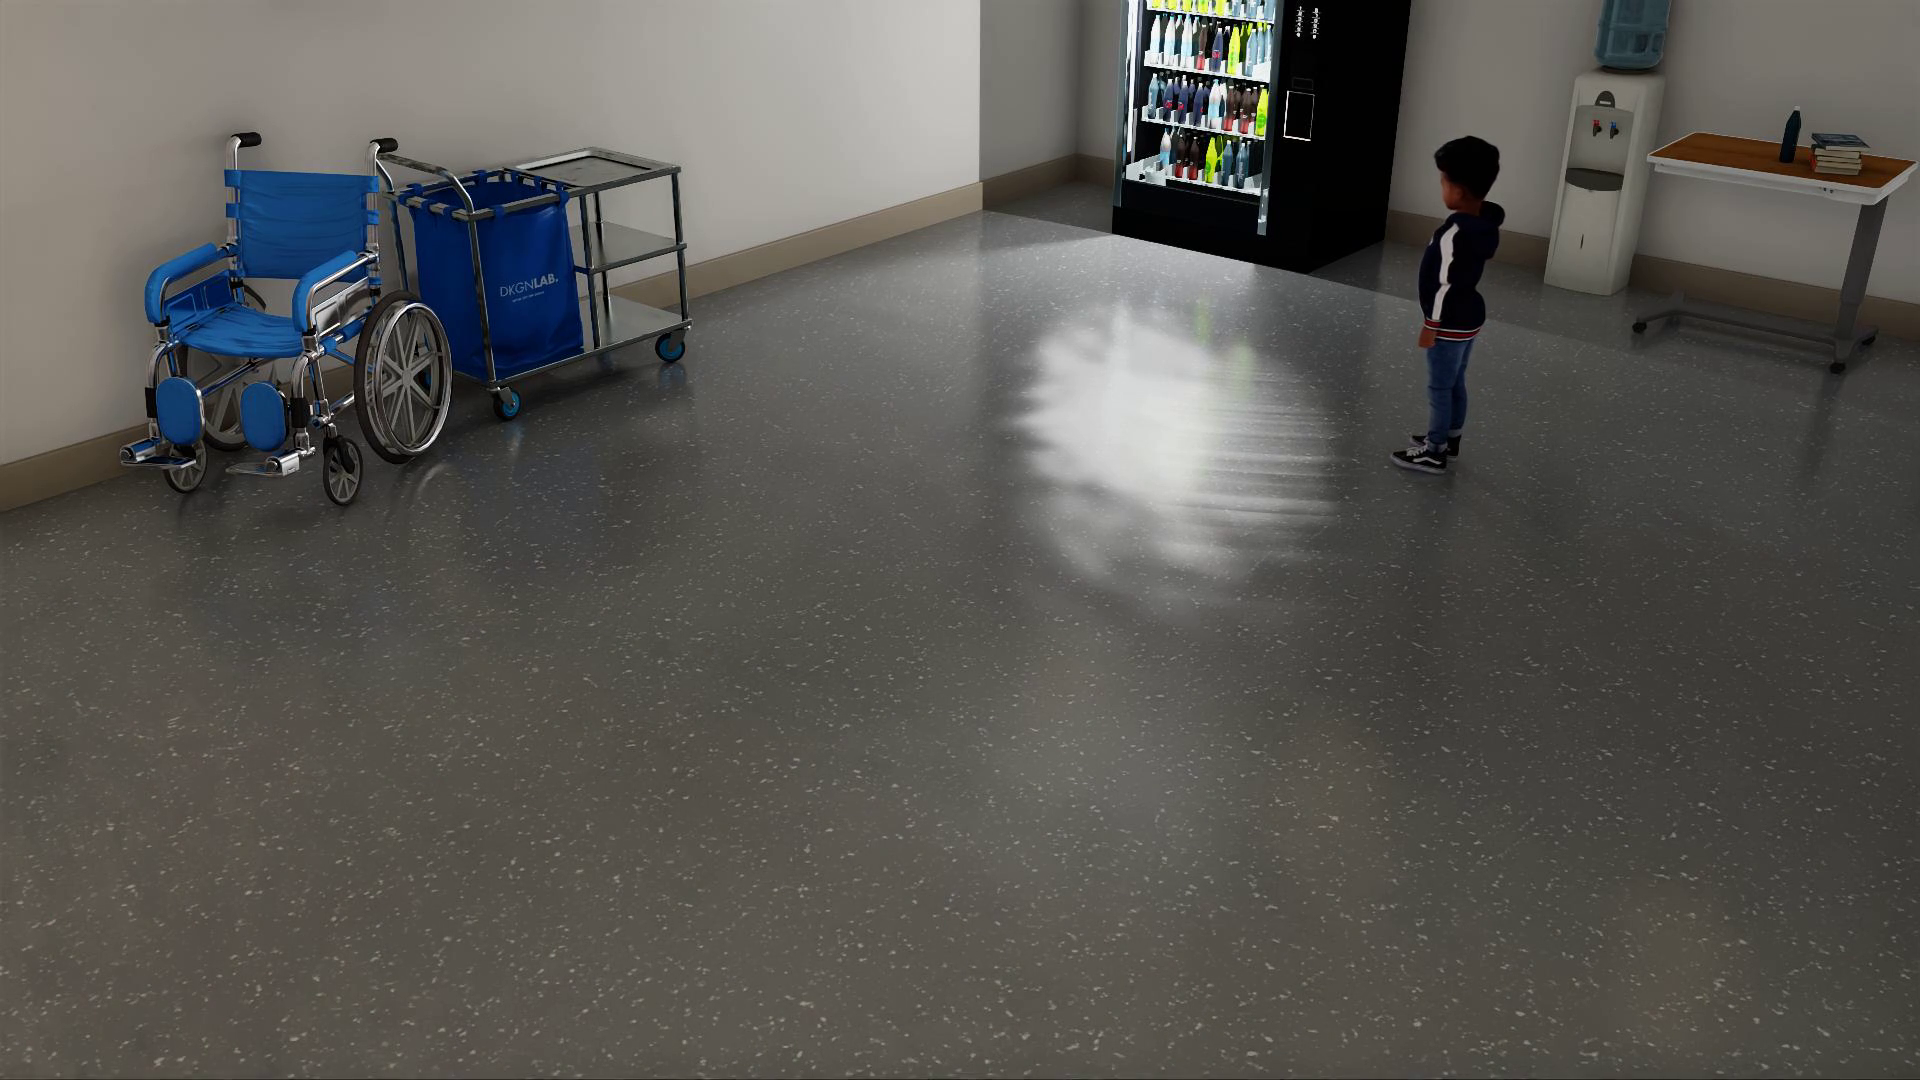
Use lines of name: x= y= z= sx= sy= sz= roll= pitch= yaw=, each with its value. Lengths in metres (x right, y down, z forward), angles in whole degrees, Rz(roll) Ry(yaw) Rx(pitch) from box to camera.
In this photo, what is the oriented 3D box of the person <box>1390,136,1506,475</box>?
person: x=1.777 y=-0.837 z=5.988 sx=0.491 sy=1.222 sz=0.520 roll=18 pitch=31 yaw=33
